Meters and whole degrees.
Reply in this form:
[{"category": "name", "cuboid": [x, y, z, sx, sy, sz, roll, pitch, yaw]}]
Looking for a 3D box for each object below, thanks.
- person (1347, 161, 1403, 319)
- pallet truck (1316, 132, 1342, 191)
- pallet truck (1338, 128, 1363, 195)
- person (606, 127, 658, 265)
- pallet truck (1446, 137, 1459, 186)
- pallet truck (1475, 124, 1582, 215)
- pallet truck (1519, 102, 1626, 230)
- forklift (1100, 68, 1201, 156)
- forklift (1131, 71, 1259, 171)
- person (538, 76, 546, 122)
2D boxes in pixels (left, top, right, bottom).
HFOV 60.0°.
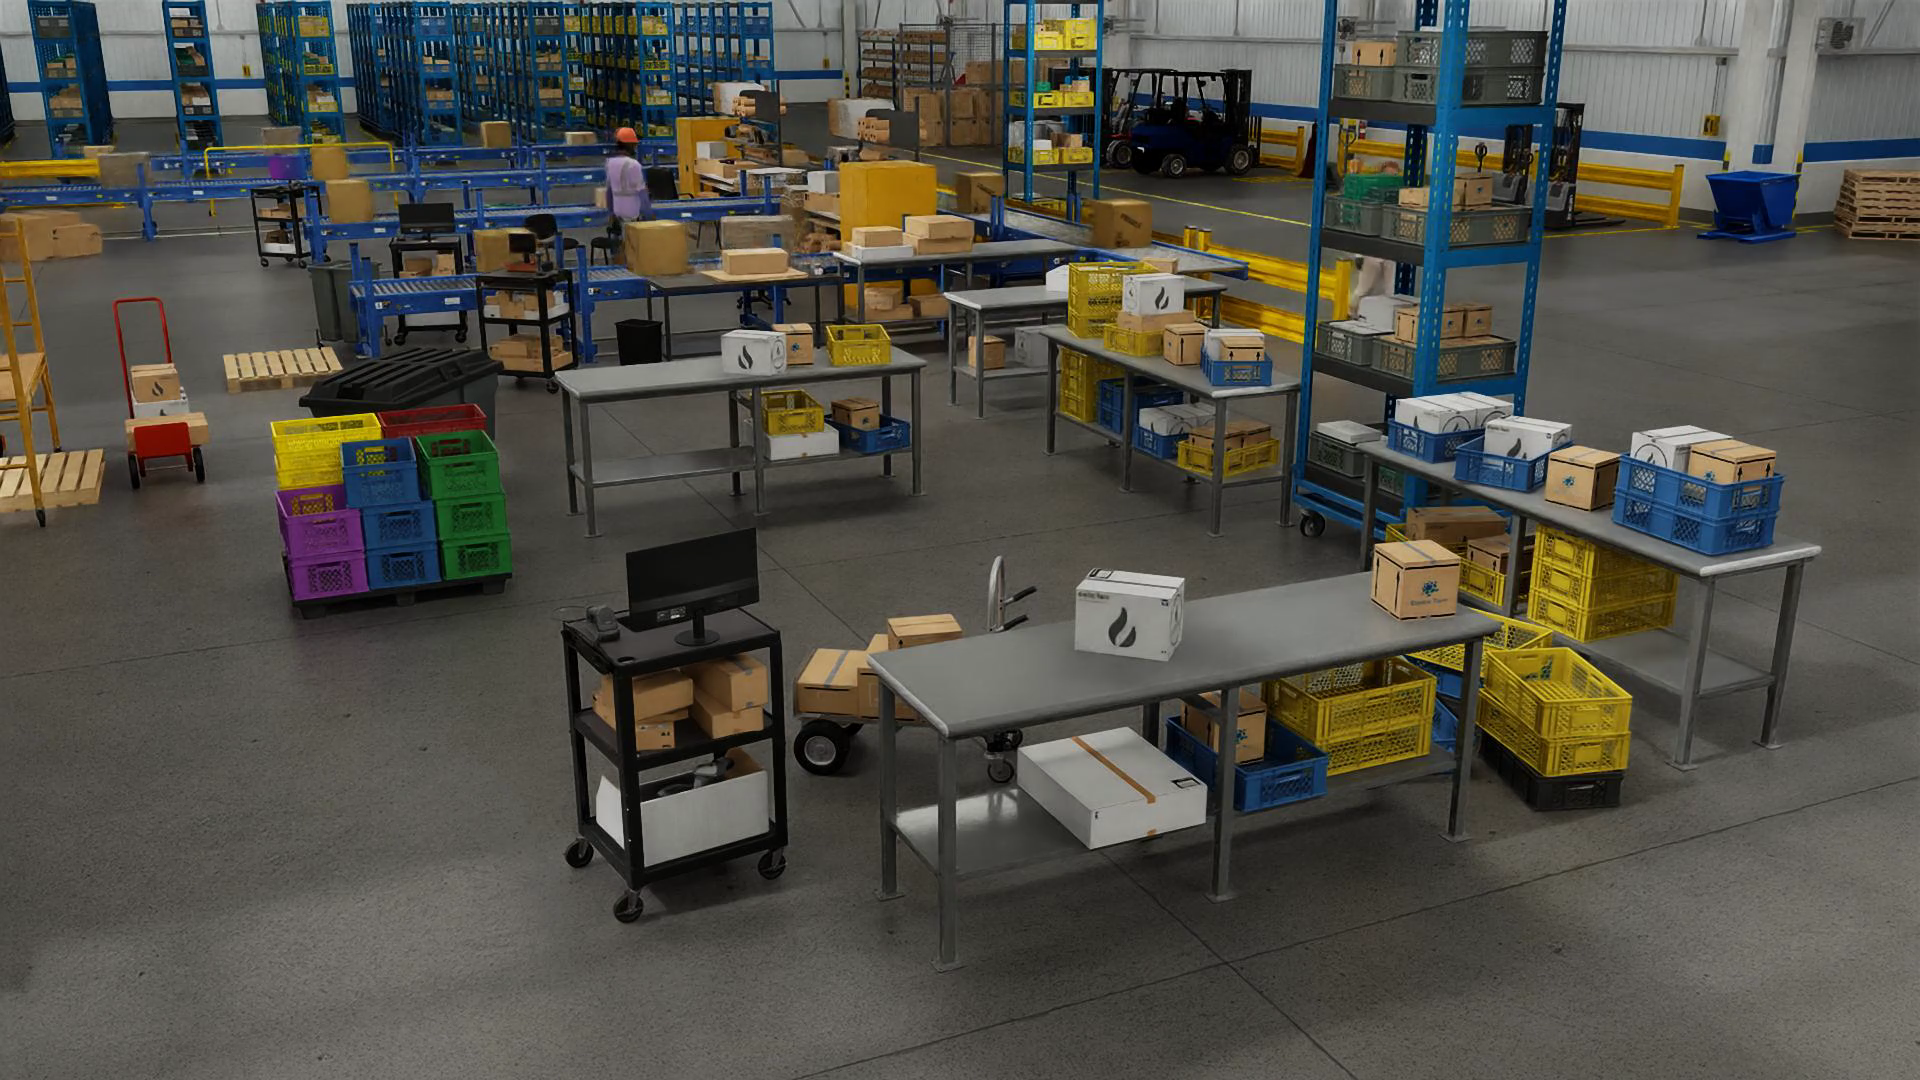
[{"category": "person", "cuboid": [4.460, -3.088, 17.697, 0.646, 1.881, 0.868, -4, 18, -13]}, {"category": "pallet truck", "cuboid": [7.723, -7.504, 32.656, 1.601, 1.201, 0.680, -8, 19, -23]}, {"category": "pallet truck", "cuboid": [7.845, -7.140, 31.411, 1.522, 1.261, 0.704, -9, 20, -25]}, {"category": "person", "cuboid": [-3.988, -4.061, 20.545, 0.914, 2.007, 0.619, -15, 23, -38]}, {"category": "pallet truck", "cuboid": [9.184, -6.485, 29.328, 1.630, 1.274, 0.653, -8, 19, -23]}, {"category": "pallet truck", "cuboid": [9.707, -6.455, 28.103, 1.885, 1.965, 0.823, -7, 19, -20]}, {"category": "pallet truck", "cuboid": [9.972, -6.037, 26.785, 1.885, 1.965, 0.823, -9, 20, -25]}, {"category": "forklift", "cuboid": [4.082, -9.564, 37.410, 2.680, 1.987, 1.157, -8, 19, -23]}, {"category": "forklift", "cuboid": [4.998, -8.936, 35.413, 2.680, 1.987, 1.157, -9, 20, -25]}, {"category": "person", "cuboid": [-11.574, -12.026, 45.917, 0.492, 1.833, 0.595, -6, 19, -18]}]
